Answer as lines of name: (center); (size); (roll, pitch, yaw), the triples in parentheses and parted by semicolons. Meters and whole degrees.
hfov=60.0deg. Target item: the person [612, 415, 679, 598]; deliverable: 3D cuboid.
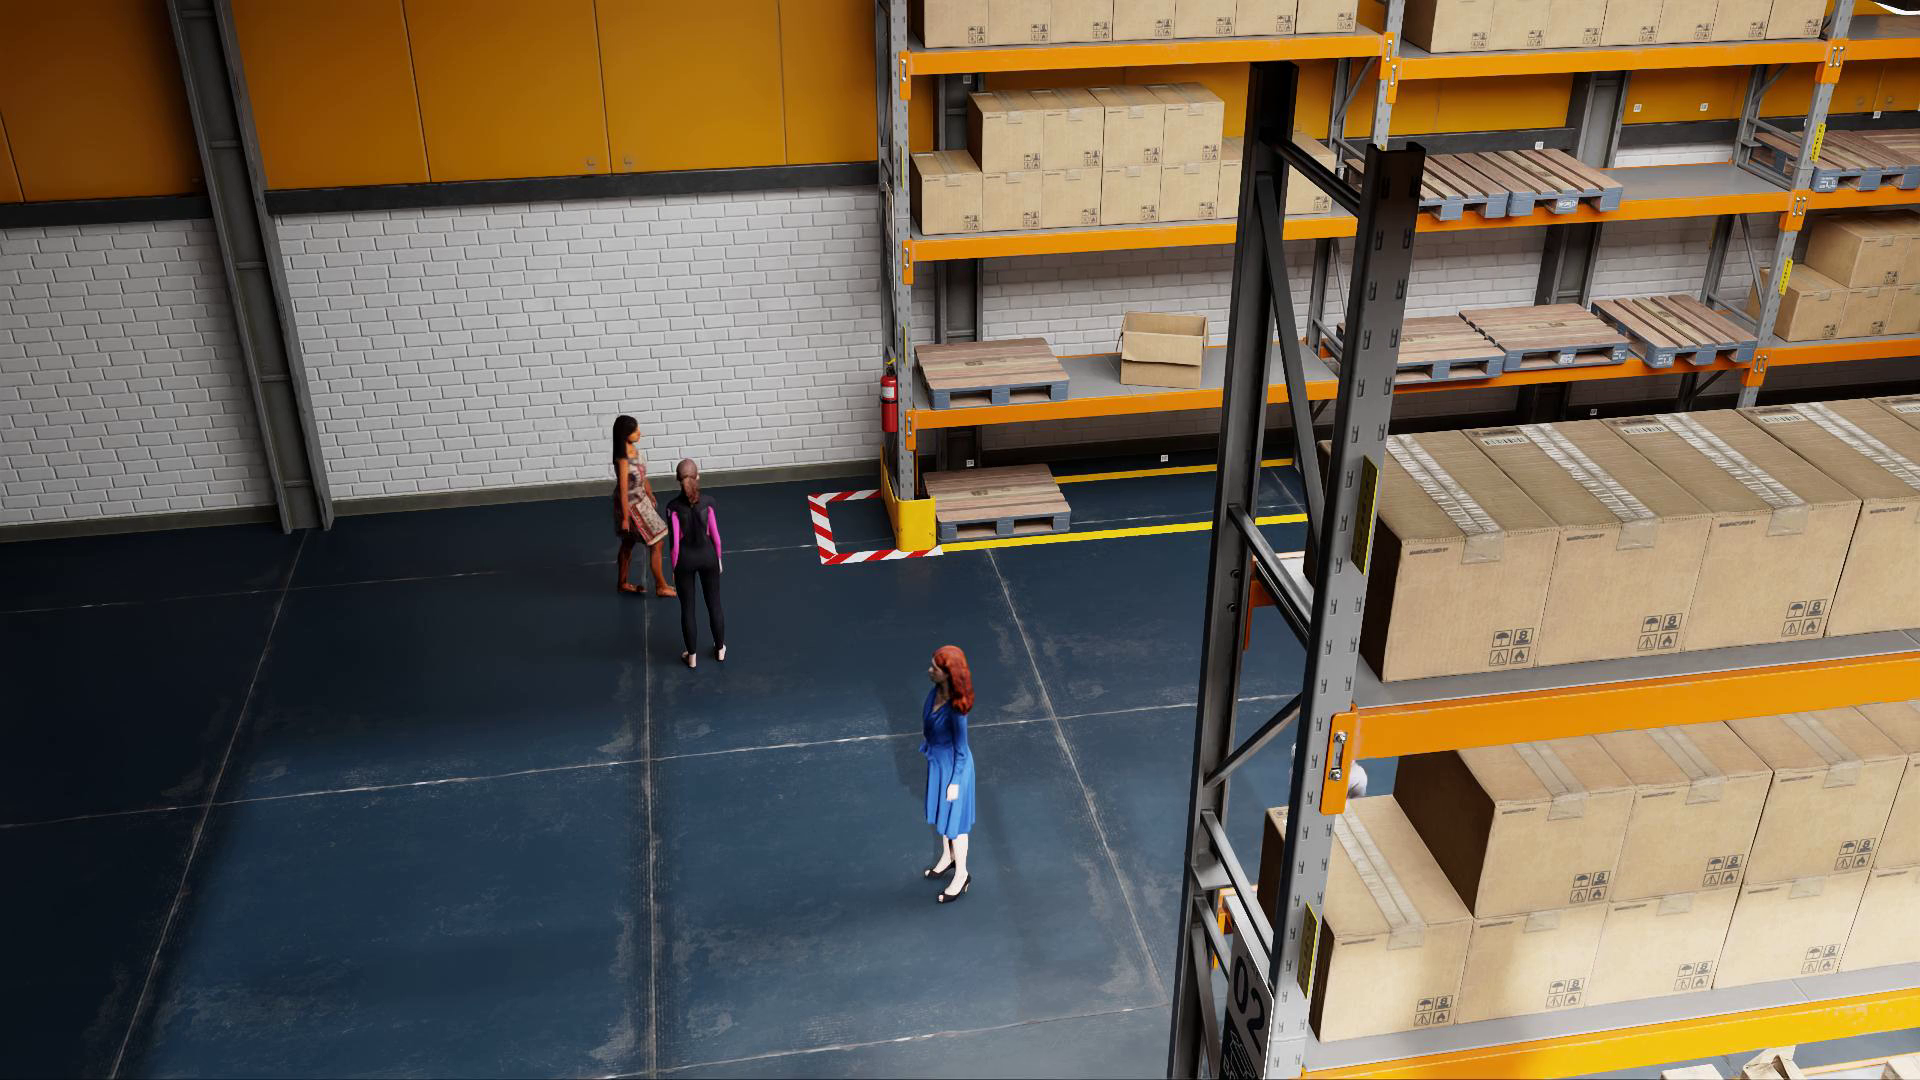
person: (-2.776, -0.263, 13.649); (0.807, 1.628, 0.655); (-3, 29, -6)

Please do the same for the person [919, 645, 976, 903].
person: (-0.062, 1.440, 10.315); (0.599, 1.829, 0.637); (-8, 30, -15)

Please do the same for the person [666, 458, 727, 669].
person: (-2.023, 0.171, 12.722); (0.559, 1.752, 0.657); (-10, 30, -18)
